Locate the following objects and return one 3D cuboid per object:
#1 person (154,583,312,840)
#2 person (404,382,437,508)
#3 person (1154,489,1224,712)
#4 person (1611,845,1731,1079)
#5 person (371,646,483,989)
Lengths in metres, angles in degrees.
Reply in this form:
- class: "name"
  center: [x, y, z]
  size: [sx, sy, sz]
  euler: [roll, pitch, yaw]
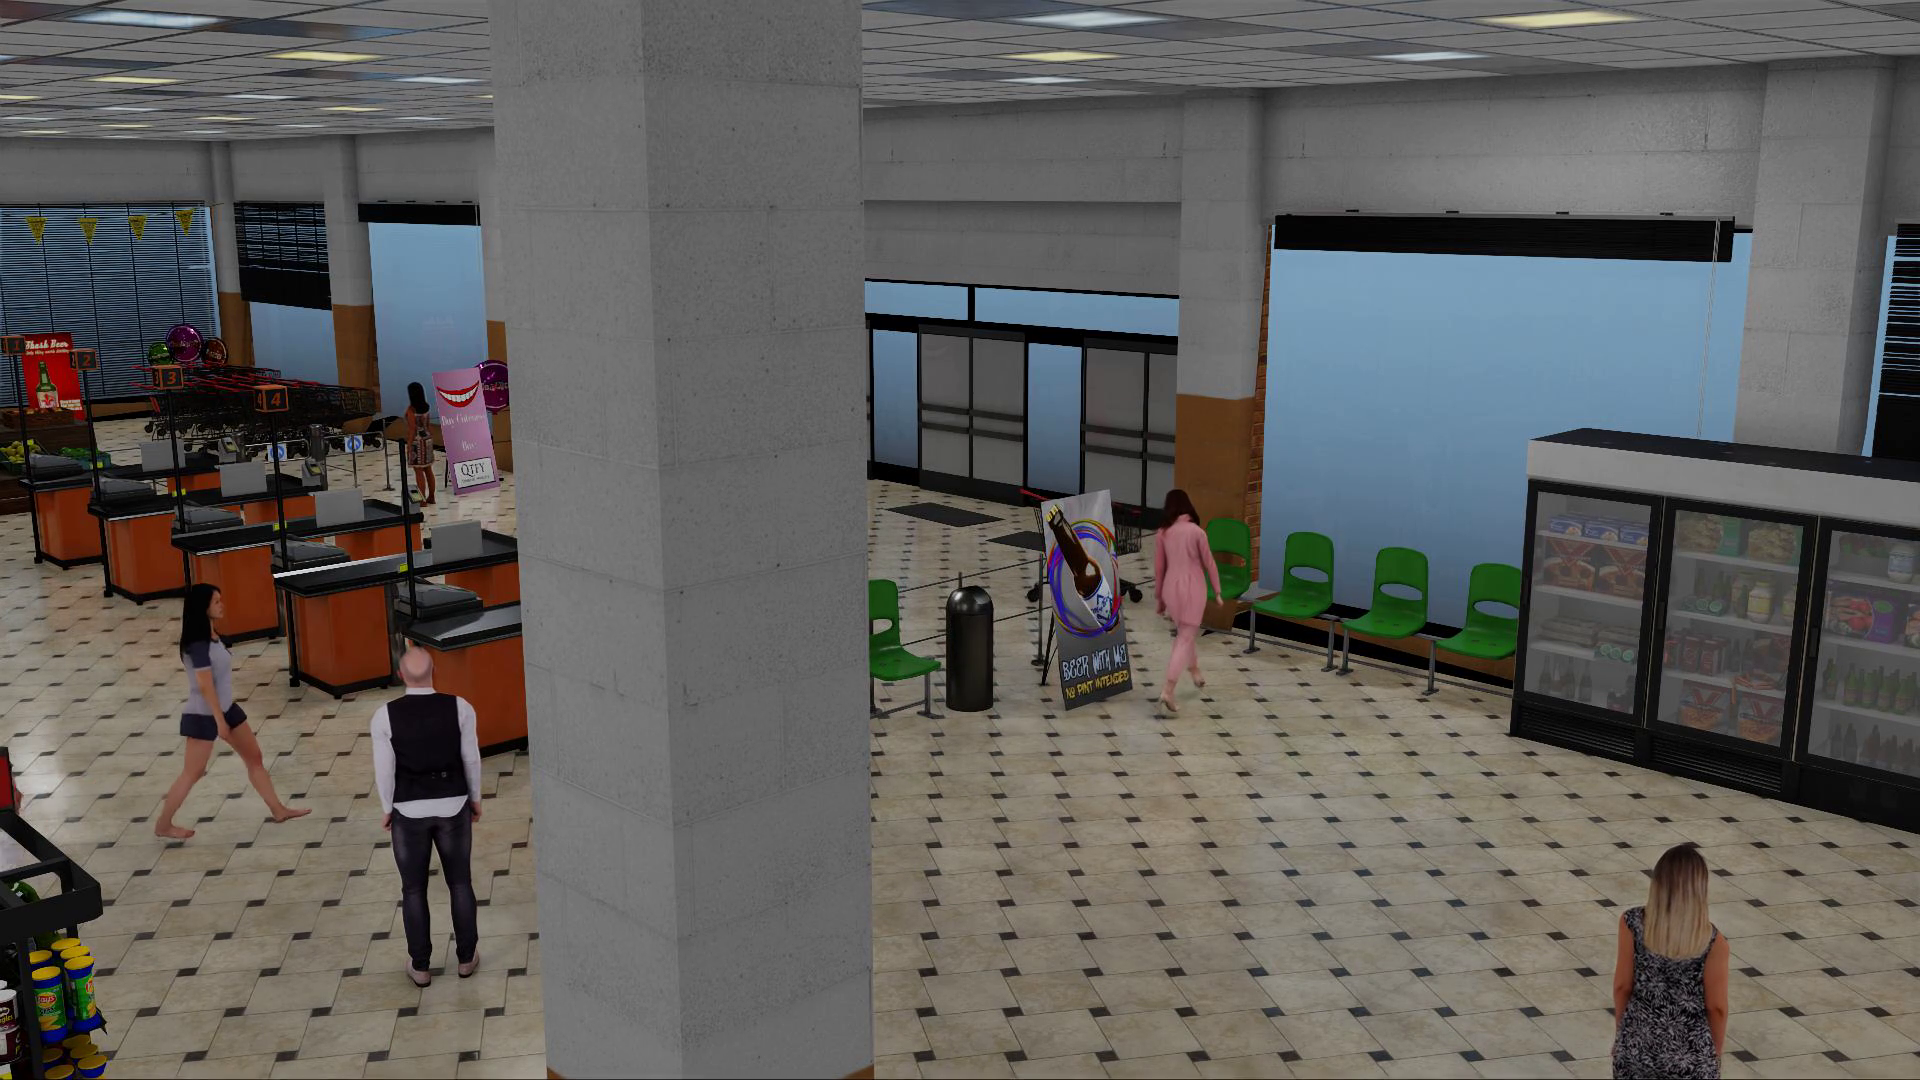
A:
- class: "person"
  center: [-4.833, 1.138, 10.552]
  size: [1.218, 1.647, 1.027]
  euler: [-3, 12, -12]
- class: "person"
  center: [-7.146, -1.271, 21.996]
  size: [0.784, 1.645, 0.639]
  euler: [4, 12, 17]
- class: "person"
  center: [1.748, 0.533, 13.223]
  size: [0.824, 1.729, 1.202]
  euler: [7, 14, 32]
- class: "person"
  center: [2.696, 1.988, 6.377]
  size: [0.577, 1.704, 0.516]
  euler: [10, 15, 39]
- class: "person"
  center: [-2.779, 1.434, 8.721]
  size: [0.675, 1.823, 0.828]
  euler: [-5, 13, -23]
